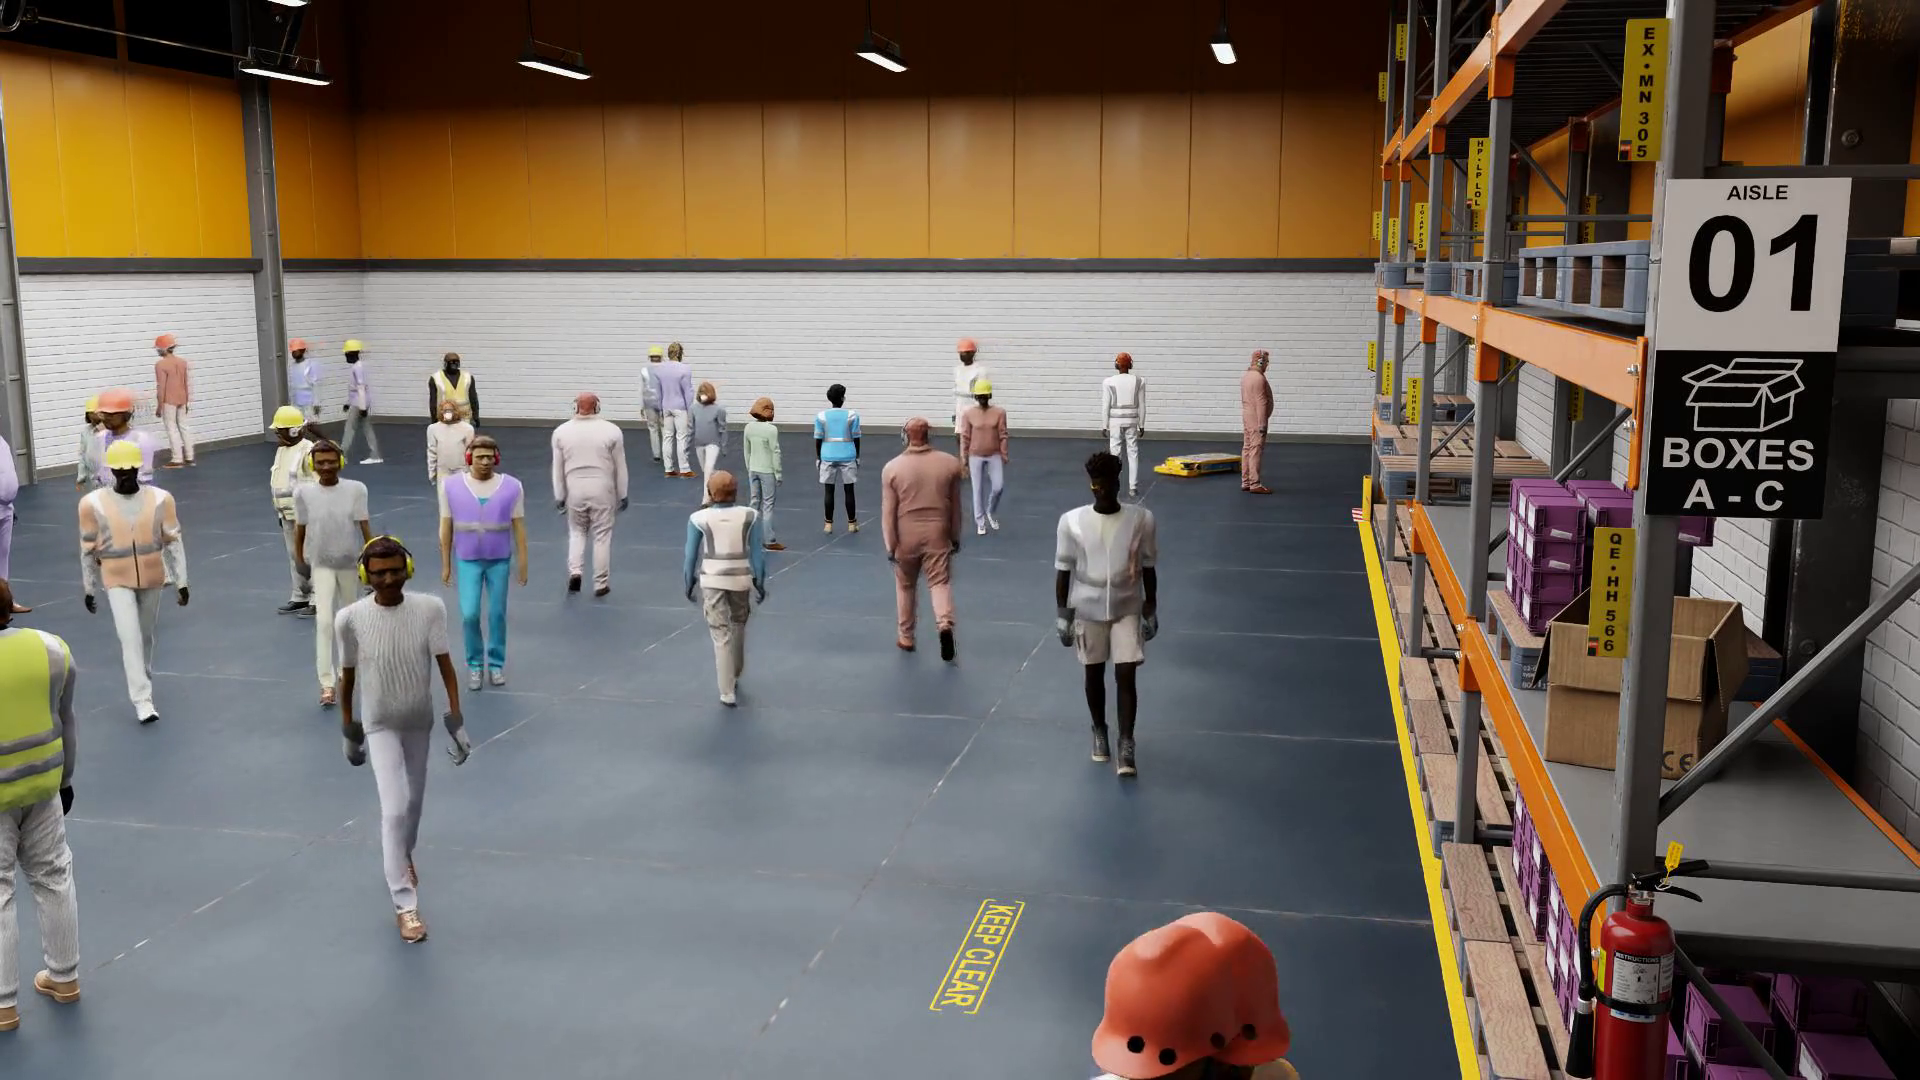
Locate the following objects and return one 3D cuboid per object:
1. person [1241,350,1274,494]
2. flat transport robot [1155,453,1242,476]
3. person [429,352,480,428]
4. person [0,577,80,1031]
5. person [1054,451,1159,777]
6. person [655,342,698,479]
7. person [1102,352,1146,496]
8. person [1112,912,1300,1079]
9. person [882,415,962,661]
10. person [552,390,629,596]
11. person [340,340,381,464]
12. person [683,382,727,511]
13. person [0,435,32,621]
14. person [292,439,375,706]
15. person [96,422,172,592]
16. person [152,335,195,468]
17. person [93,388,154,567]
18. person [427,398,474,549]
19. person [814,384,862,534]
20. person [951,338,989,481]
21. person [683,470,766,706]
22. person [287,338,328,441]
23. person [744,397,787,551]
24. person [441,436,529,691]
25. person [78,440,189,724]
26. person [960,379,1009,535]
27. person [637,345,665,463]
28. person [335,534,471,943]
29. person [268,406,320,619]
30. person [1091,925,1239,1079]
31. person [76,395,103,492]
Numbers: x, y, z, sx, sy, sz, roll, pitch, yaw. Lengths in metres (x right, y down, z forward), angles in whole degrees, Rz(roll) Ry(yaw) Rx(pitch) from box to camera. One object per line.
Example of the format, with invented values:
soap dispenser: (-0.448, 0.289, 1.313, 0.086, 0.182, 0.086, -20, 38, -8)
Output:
person: (3.951, -1.567, 22.073, 0.407, 1.905, 0.639, -2, 10, -9)
flat transport robot: (3.572, -1.111, 24.224, 1.431, 0.197, 0.652, -7, 12, -38)
person: (-6.975, -1.685, 23.016, 0.629, 1.819, 0.565, -5, 11, -30)
person: (-3.834, 1.024, 6.642, 0.429, 1.845, 0.621, 5, 11, 28)
person: (0.871, 0.448, 9.861, 0.624, 1.923, 0.915, 1, 9, 5)
person: (-4.017, -1.827, 23.544, 0.627, 1.935, 0.371, 5, 11, 29)
person: (2.144, -1.511, 21.792, 0.574, 1.885, 0.356, -1, 9, -4)
person: (0.420, 1.576, 3.089, 0.591, 1.913, 0.467, -5, 11, -28)
person: (-0.281, -0.017, 12.812, 0.649, 1.878, 0.809, -2, 10, -12)
person: (-3.373, -0.427, 15.252, 0.661, 1.894, 0.415, 0, 9, 0)
person: (-9.205, -2.062, 25.093, 0.838, 1.893, 0.600, -3, 10, -15)
person: (-3.122, -1.173, 20.629, 0.500, 1.592, 0.853, 3, 10, 19)
person: (-8.265, -0.265, 14.217, 0.409, 1.909, 0.640, -1, 9, -5)
person: (-4.301, 0.226, 11.488, 0.507, 1.833, 0.906, -4, 10, -24)
person: (-7.691, -0.306, 15.356, 0.535, 1.601, 0.755, 8, 13, 41)
person: (-11.739, -2.054, 24.833, 0.372, 1.977, 0.725, 2, 10, 14)
person: (-6.916, -0.245, 13.738, 0.631, 2.023, 0.428, 4, 10, 24)
person: (-5.413, -0.707, 17.733, 0.511, 1.627, 0.289, -1, 9, -6)
person: (-1.370, -0.909, 18.725, 0.530, 1.695, 0.321, 0, 9, -2)
person: (0.180, -1.823, 23.268, 0.708, 2.021, 0.612, -9, 13, -44)
person: (-1.665, 0.308, 11.628, 0.545, 1.602, 0.782, -3, 10, -19)
person: (-9.952, -2.123, 25.346, 0.549, 1.925, 0.605, 3, 10, 15)
person: (-2.079, -0.699, 17.650, 0.499, 1.633, 0.279, 8, 12, 39)
person: (-3.377, 0.167, 11.853, 0.595, 1.821, 0.573, -3, 10, -19)
person: (-5.519, 0.259, 11.149, 0.608, 1.871, 0.983, -7, 12, -37)
person: (0.274, -0.930, 18.658, 0.556, 1.752, 0.357, -1, 9, -7)
person: (-4.618, -2.070, 25.372, 0.591, 1.811, 0.453, -3, 10, -17)
person: (-2.622, 0.851, 7.765, 0.522, 1.827, 0.949, -6, 11, -32)
person: (-5.697, -0.241, 14.299, 0.599, 1.827, 0.403, 8, 12, 39)
person: (0.360, 1.596, 2.967, 0.529, 1.924, 0.577, -9, 13, -44)
person: (-8.786, -0.656, 17.173, 0.480, 1.707, 0.876, 3, 10, 19)
